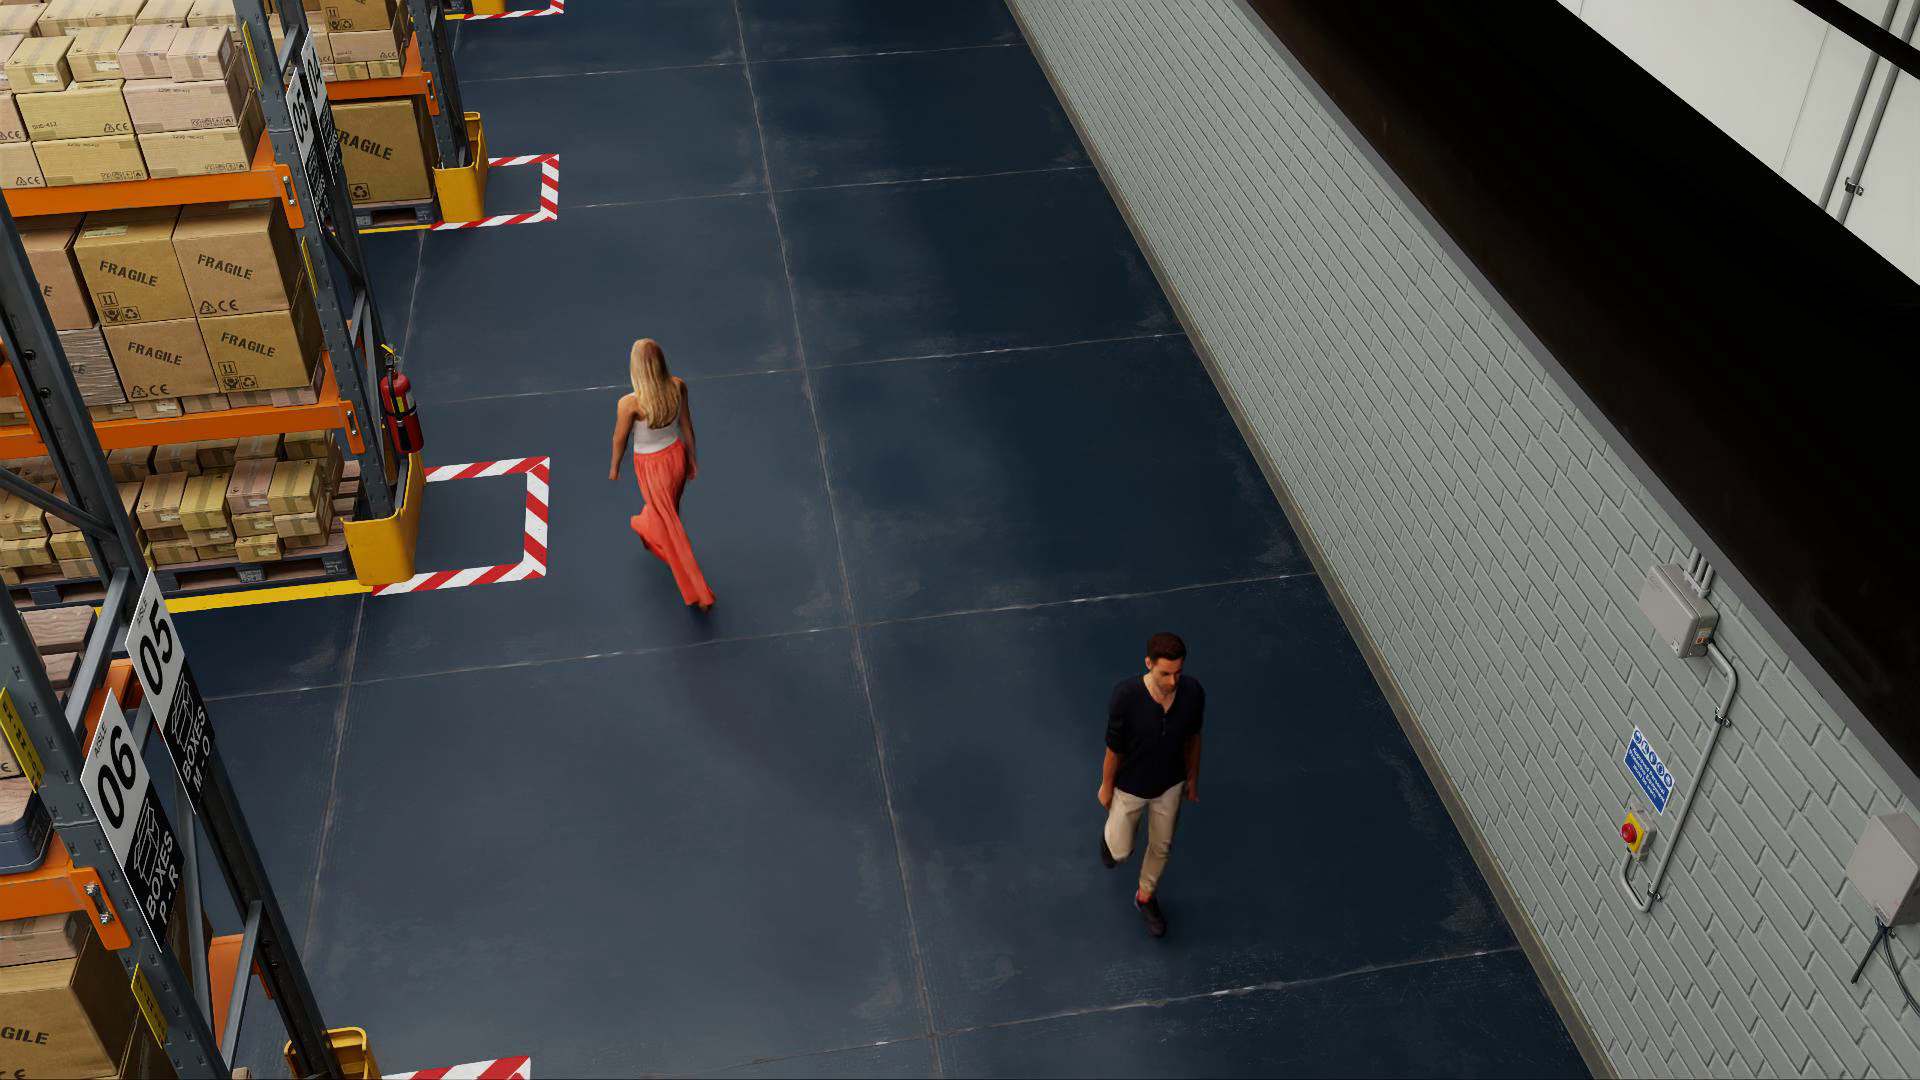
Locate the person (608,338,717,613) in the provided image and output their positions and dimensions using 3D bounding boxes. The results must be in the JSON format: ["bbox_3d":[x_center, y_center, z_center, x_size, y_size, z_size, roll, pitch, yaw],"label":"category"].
[{"bbox_3d":[-1.720,-0.330,9.878,1.256,1.747,1.155,-30,47,-33],"label":"person"}]

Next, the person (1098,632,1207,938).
[{"bbox_3d":[0.869,1.092,7.986,0.763,1.839,0.701,-6,38,-8],"label":"person"}]
